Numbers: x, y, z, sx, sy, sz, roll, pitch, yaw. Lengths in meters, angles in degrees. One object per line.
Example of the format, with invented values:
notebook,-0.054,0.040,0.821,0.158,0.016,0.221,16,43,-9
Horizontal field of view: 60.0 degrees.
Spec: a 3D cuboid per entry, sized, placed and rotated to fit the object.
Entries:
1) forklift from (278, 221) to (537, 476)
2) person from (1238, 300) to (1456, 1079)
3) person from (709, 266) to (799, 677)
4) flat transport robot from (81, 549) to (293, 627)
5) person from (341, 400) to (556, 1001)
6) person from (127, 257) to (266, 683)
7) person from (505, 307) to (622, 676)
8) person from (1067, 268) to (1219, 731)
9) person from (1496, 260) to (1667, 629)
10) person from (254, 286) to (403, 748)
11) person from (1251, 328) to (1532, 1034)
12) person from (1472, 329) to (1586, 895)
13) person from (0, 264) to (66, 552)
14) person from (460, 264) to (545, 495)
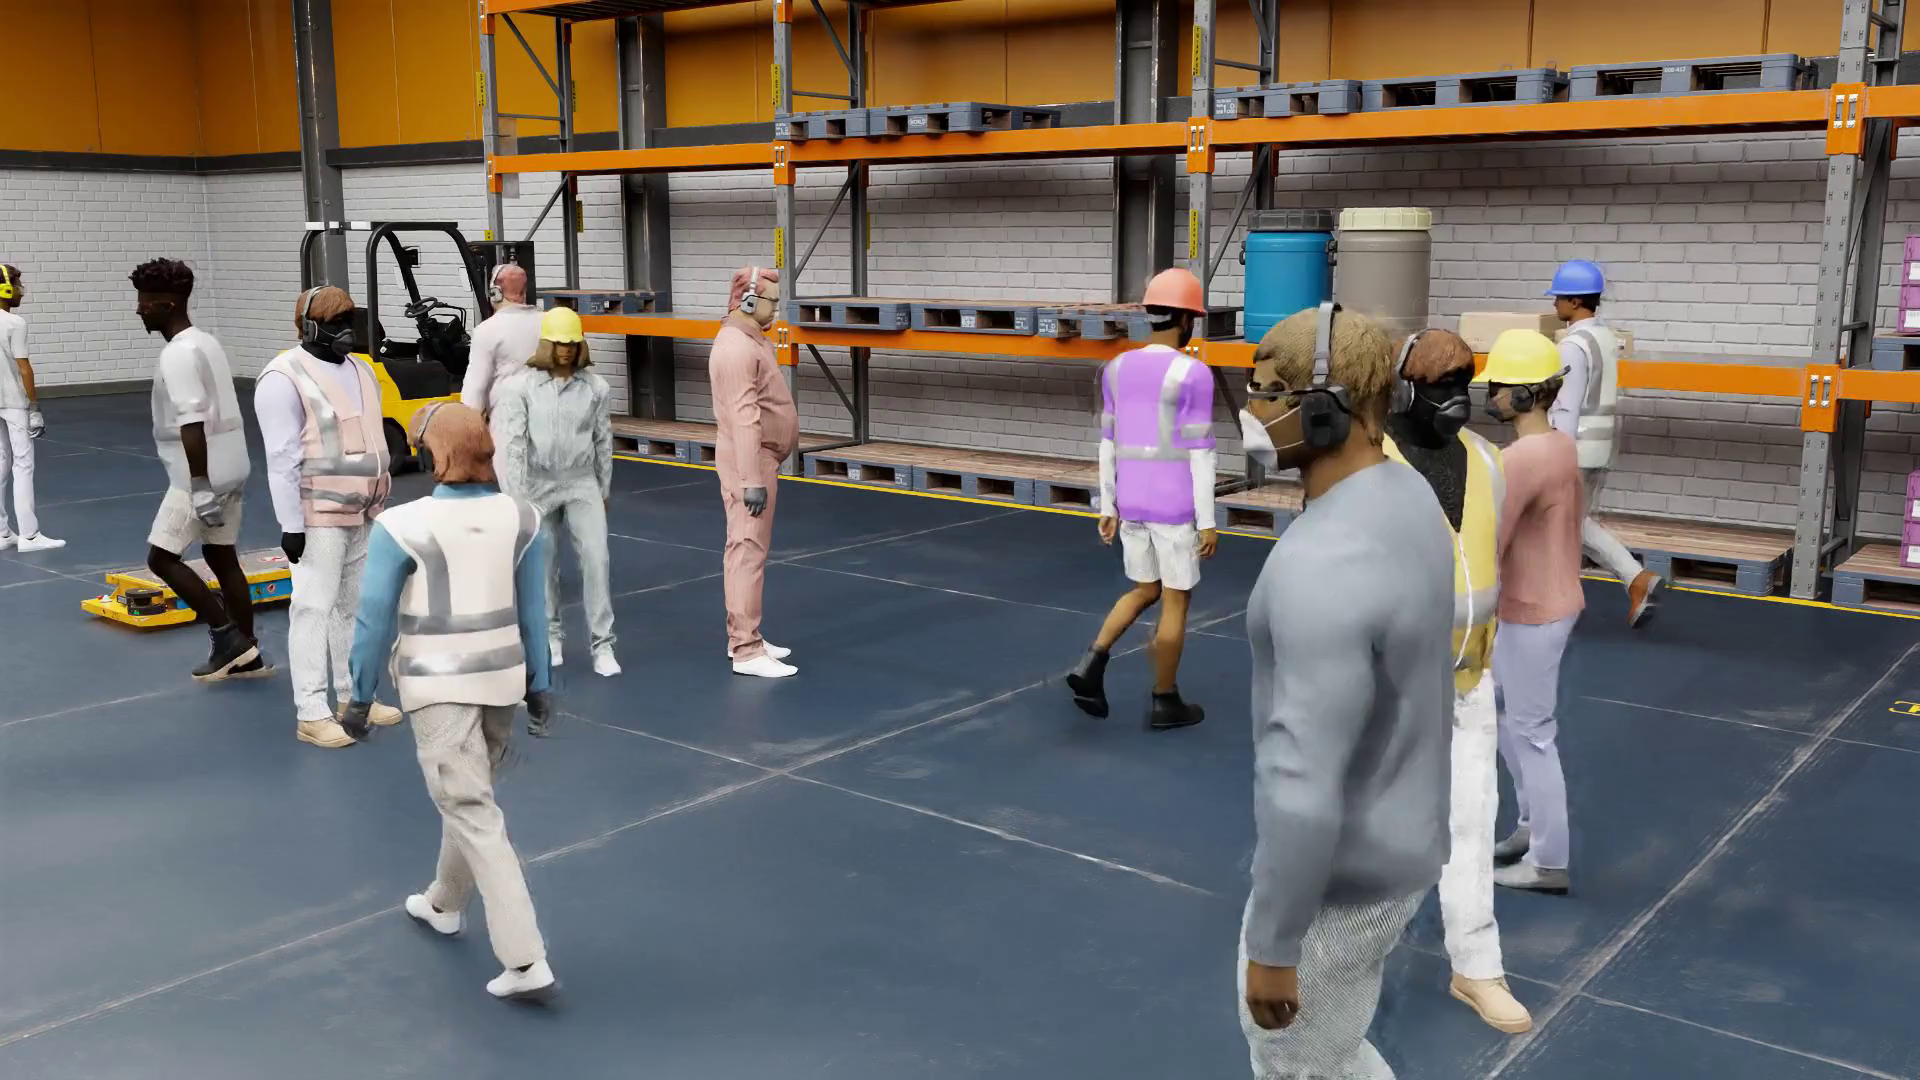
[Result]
forklift,-4.922,-1.741,14.854,1.214,2.155,2.313,8,13,38
person,0.654,0.564,2.818,0.493,1.924,0.657,5,11,25
person,-0.958,-0.320,7.791,0.409,1.904,0.640,-2,10,-9
flat transport robot,-4.015,0.231,9.258,0.652,0.197,1.431,8,13,38
person,-1.358,0.420,4.535,0.853,1.597,0.524,8,13,38
person,-3.421,-0.289,7.496,0.461,1.949,0.600,-1,10,-5
person,-1.834,-0.206,7.701,0.505,1.713,0.805,-4,11,-20
person,0.773,-0.141,6.764,0.582,1.914,0.543,-8,13,-38
person,3.178,-0.449,8.433,0.739,1.928,0.625,8,13,37
person,-2.528,-0.102,6.749,0.429,1.841,0.634,3,11,16
person,1.162,0.325,4.506,0.640,1.810,0.910,-5,11,-25
person,1.762,0.231,5.163,0.443,1.754,0.532,7,12,32
person,-6.192,-0.852,10.839,0.530,1.864,0.313,4,11,21
person,-2.538,-0.620,9.510,0.560,1.885,0.684,6,12,29
